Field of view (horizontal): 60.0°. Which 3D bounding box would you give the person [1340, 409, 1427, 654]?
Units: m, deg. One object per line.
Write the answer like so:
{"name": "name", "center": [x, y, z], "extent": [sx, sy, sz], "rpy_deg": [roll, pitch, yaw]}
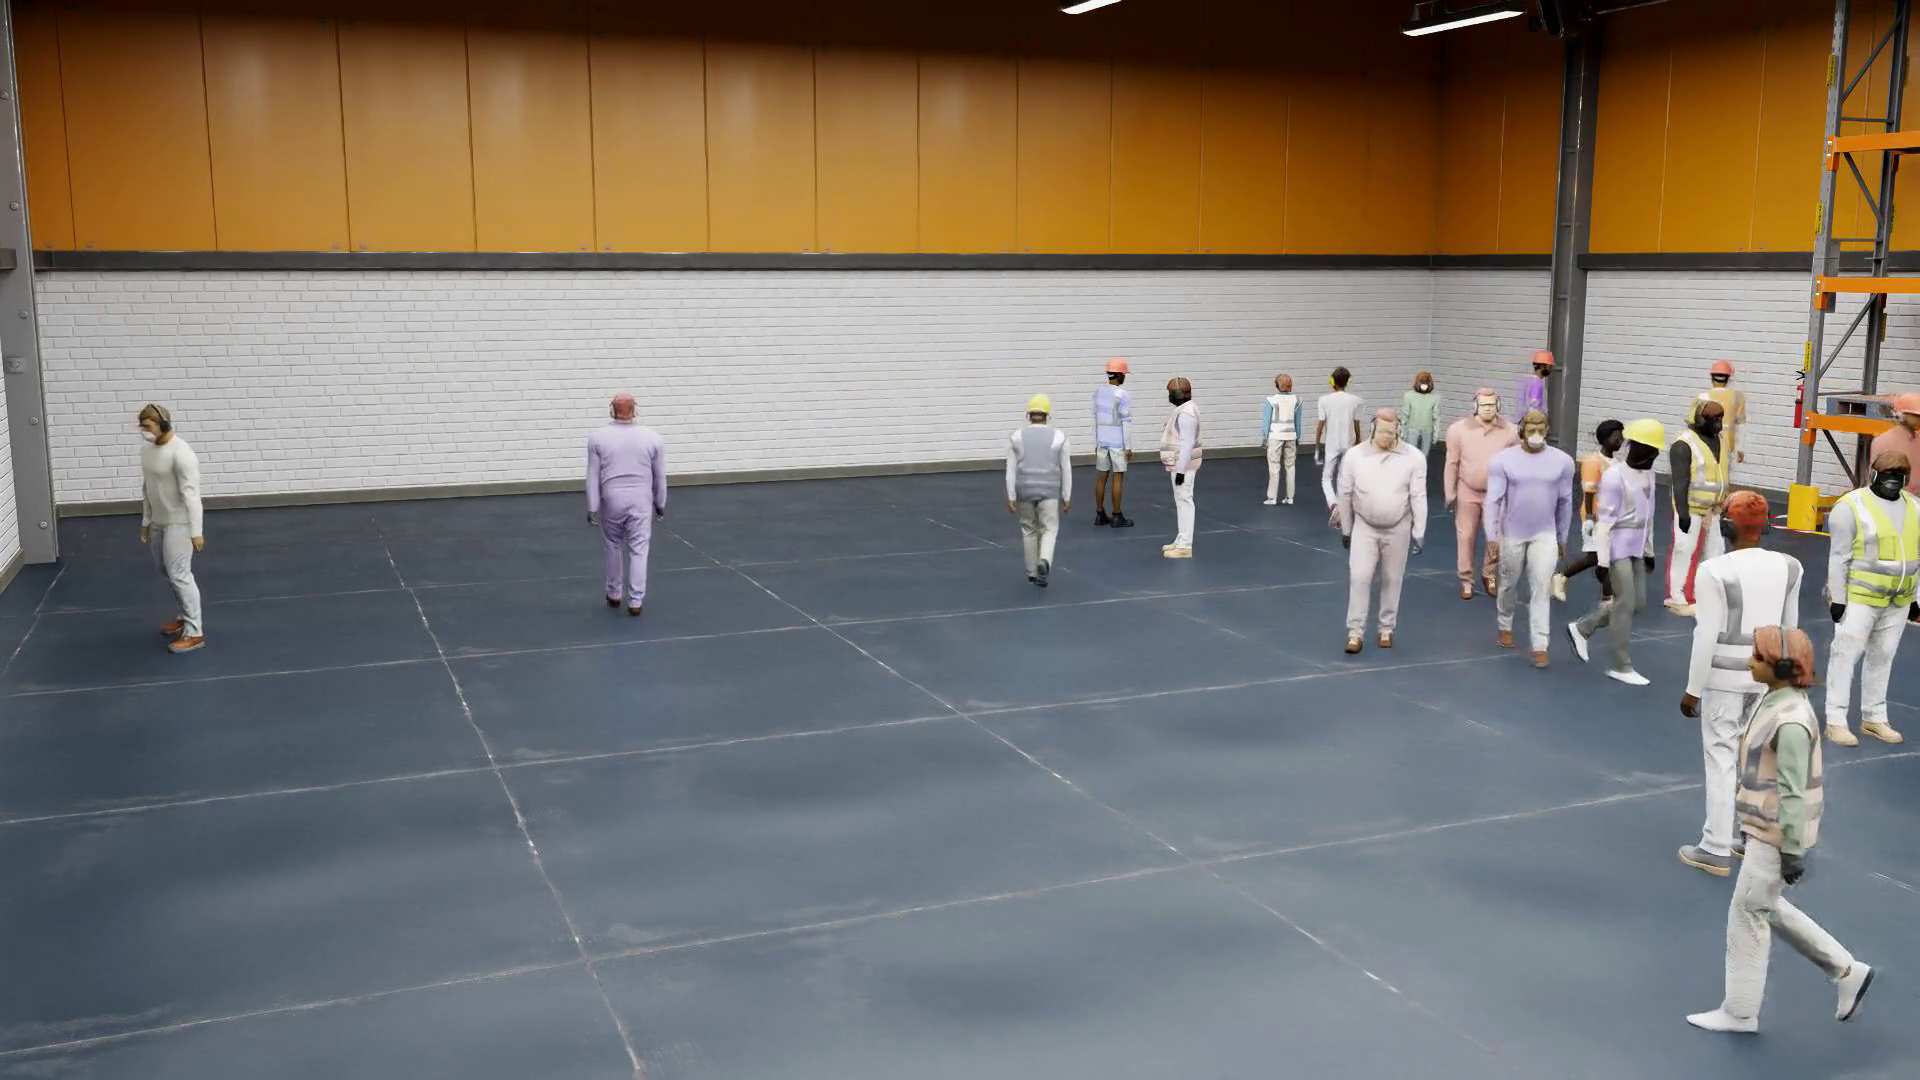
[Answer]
{"name": "person", "center": [3.219, -0.052, 12.683], "extent": [0.646, 1.866, 0.834], "rpy_deg": [2, 10, 15]}

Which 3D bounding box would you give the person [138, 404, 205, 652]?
{"name": "person", "center": [-6.137, -0.117, 13.005], "extent": [0.829, 1.902, 0.559], "rpy_deg": [8, 12, 39]}

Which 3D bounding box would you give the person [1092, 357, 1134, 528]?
{"name": "person", "center": [1.754, -1.112, 18.892], "extent": [0.374, 1.935, 0.552], "rpy_deg": [-8, 13, -41]}

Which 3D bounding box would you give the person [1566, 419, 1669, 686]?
{"name": "person", "center": [4.682, 0.066, 11.868], "extent": [0.620, 1.895, 0.661], "rpy_deg": [-8, 12, -41]}

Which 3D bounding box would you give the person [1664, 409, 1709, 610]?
{"name": "person", "center": [6.272, -0.256, 14.221], "extent": [0.331, 1.768, 0.526], "rpy_deg": [0, 9, -2]}

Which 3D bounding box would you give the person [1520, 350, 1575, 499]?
{"name": "person", "center": [7.240, -1.386, 20.610], "extent": [0.708, 1.916, 0.569], "rpy_deg": [2, 10, 11]}

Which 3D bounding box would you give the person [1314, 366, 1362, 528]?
{"name": "person", "center": [4.241, -1.012, 18.602], "extent": [0.523, 1.844, 0.604], "rpy_deg": [0, 9, -1]}

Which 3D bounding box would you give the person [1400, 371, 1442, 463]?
{"name": "person", "center": [5.916, -1.361, 21.358], "extent": [0.495, 1.613, 0.431], "rpy_deg": [1, 9, 8]}

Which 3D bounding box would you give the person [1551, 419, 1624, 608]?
{"name": "person", "center": [5.399, -0.197, 14.092], "extent": [0.544, 1.682, 0.592], "rpy_deg": [-6, 11, -33]}

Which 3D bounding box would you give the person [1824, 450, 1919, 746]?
{"name": "person", "center": [5.675, 0.356, 10.297], "extent": [0.625, 1.840, 0.430], "rpy_deg": [-2, 10, -10]}

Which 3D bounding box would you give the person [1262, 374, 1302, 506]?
{"name": "person", "center": [3.980, -1.233, 20.550], "extent": [0.513, 1.635, 0.313], "rpy_deg": [-3, 10, -17]}

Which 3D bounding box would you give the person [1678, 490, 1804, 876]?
{"name": "person", "center": [3.794, 0.694, 8.108], "extent": [0.583, 1.882, 0.337], "rpy_deg": [-3, 10, -15]}

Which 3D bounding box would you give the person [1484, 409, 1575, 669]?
{"name": "person", "center": [4.288, -0.047, 12.574], "extent": [0.638, 1.895, 0.982], "rpy_deg": [2, 10, 14]}

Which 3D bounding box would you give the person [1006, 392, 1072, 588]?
{"name": "person", "center": [0.714, -0.436, 15.192], "extent": [0.597, 1.812, 0.679], "rpy_deg": [1, 9, 6]}

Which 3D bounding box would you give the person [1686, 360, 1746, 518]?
{"name": "person", "center": [8.423, -1.046, 18.562], "extent": [0.570, 1.904, 0.508], "rpy_deg": [0, 9, 1]}

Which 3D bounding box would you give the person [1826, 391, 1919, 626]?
{"name": "person", "center": [7.753, -0.288, 13.900], "extent": [0.623, 1.948, 1.049], "rpy_deg": [-2, 10, -15]}

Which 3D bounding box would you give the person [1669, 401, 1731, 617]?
{"name": "person", "center": [6.273, -0.248, 14.025], "extent": [0.652, 1.831, 0.533], "rpy_deg": [-5, 10, -26]}

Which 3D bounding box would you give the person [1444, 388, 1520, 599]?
{"name": "person", "center": [4.613, -0.401, 14.741], "extent": [0.650, 1.892, 0.437], "rpy_deg": [2, 10, 11]}

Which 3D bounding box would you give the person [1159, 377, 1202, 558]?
{"name": "person", "center": [2.243, -0.736, 16.931], "extent": [0.430, 1.837, 0.619], "rpy_deg": [1, 9, 8]}

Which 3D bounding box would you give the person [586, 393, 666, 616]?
{"name": "person", "center": [-2.872, -0.327, 14.307], "extent": [0.680, 1.873, 0.862], "rpy_deg": [-2, 10, -14]}

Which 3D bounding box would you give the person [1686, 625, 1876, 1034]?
{"name": "person", "center": [3.175, 1.117, 6.343], "extent": [0.583, 1.618, 0.518], "rpy_deg": [4, 10, 21]}
